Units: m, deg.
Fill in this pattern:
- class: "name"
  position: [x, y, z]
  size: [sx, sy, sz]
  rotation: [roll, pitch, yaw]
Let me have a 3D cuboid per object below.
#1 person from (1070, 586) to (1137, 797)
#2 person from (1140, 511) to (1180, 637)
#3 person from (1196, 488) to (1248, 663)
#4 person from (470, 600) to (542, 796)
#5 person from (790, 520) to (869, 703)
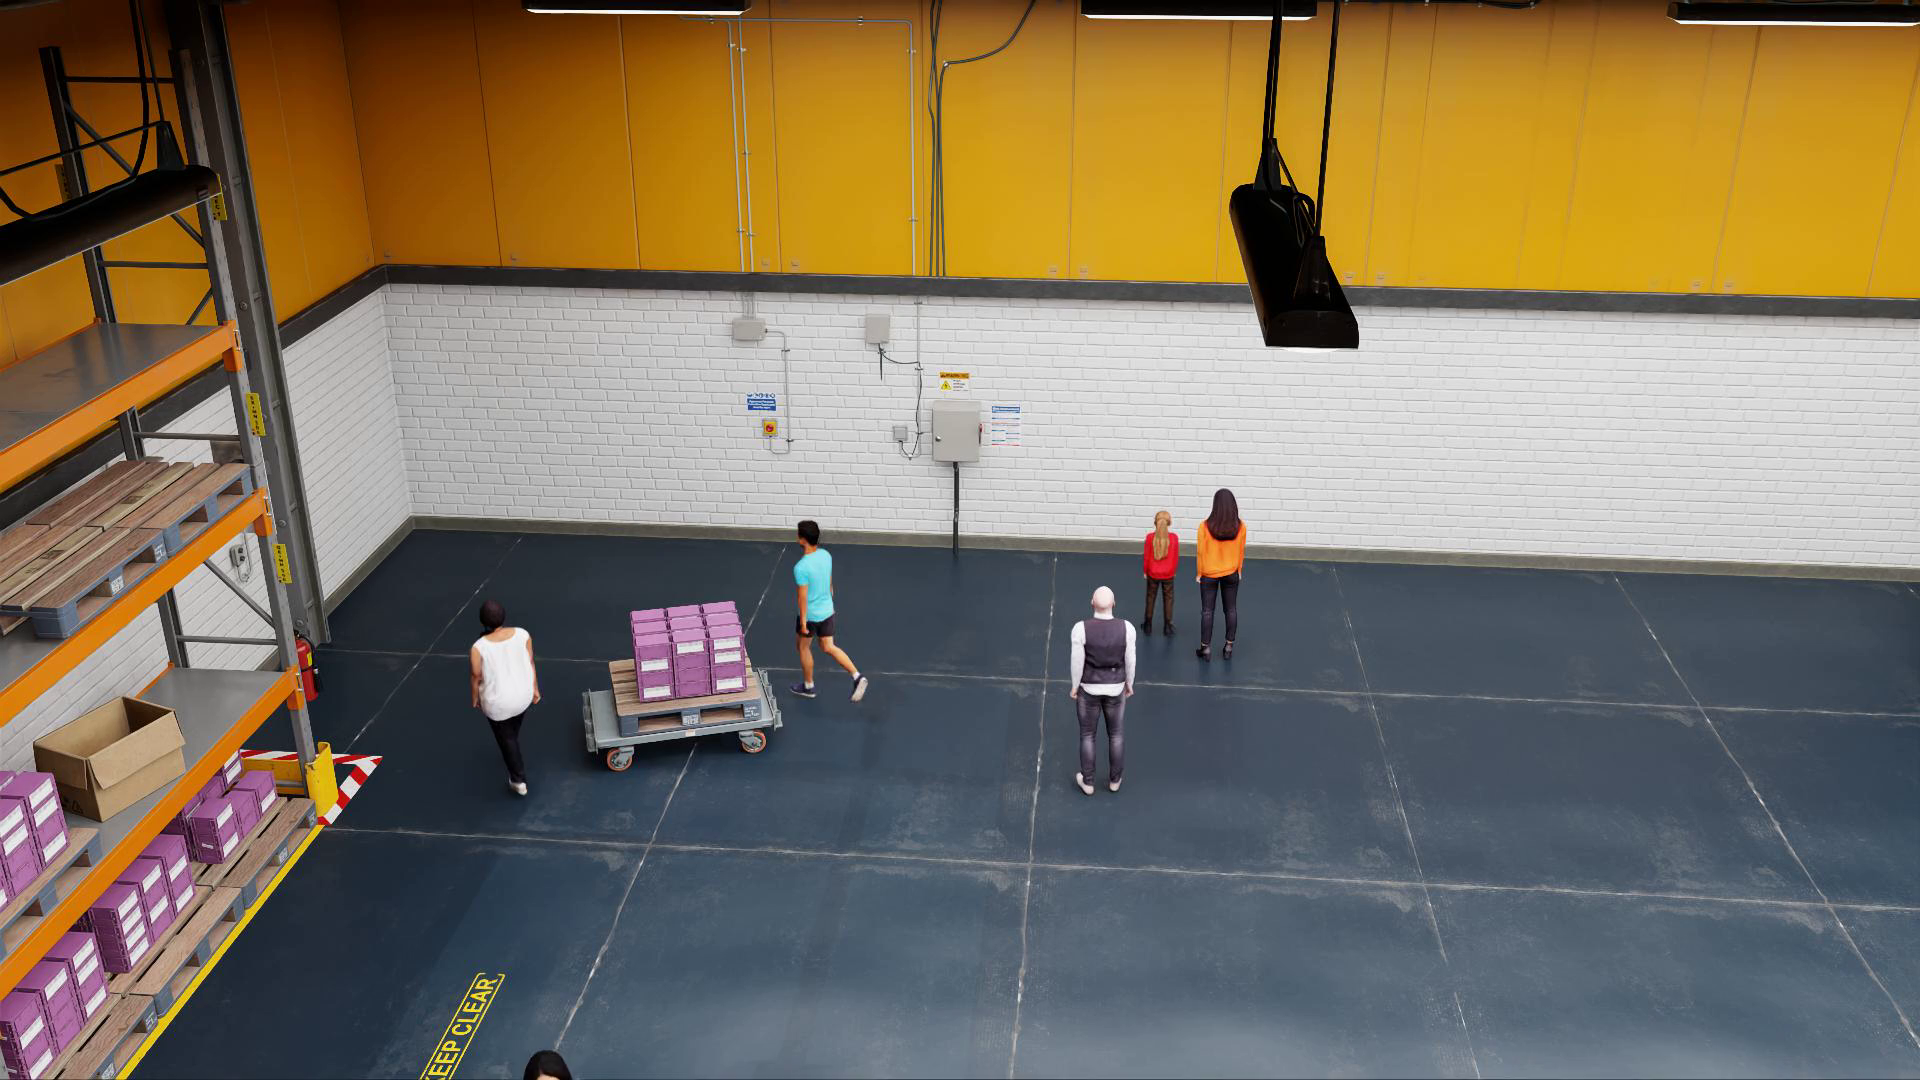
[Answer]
- class: "person"
  position: [1.146, 1.221, 13.535]
  size: [0.732, 1.822, 0.649]
  rotation: [-3, 24, -6]
- class: "person"
  position: [1.963, 0.319, 16.276]
  size: [0.499, 1.279, 0.484]
  rotation: [1, 24, 3]
- class: "person"
  position: [2.452, 0.324, 15.676]
  size: [0.665, 1.750, 0.628]
  rotation: [-3, 24, -7]
- class: "person"
  position: [-3.687, 1.300, 13.558]
  size: [1.049, 1.658, 1.127]
  rotation: [-17, 29, -33]
- class: "person"
  position: [-1.197, 0.695, 14.841]
  size: [1.026, 1.739, 1.098]
  rotation: [15, 28, 31]
